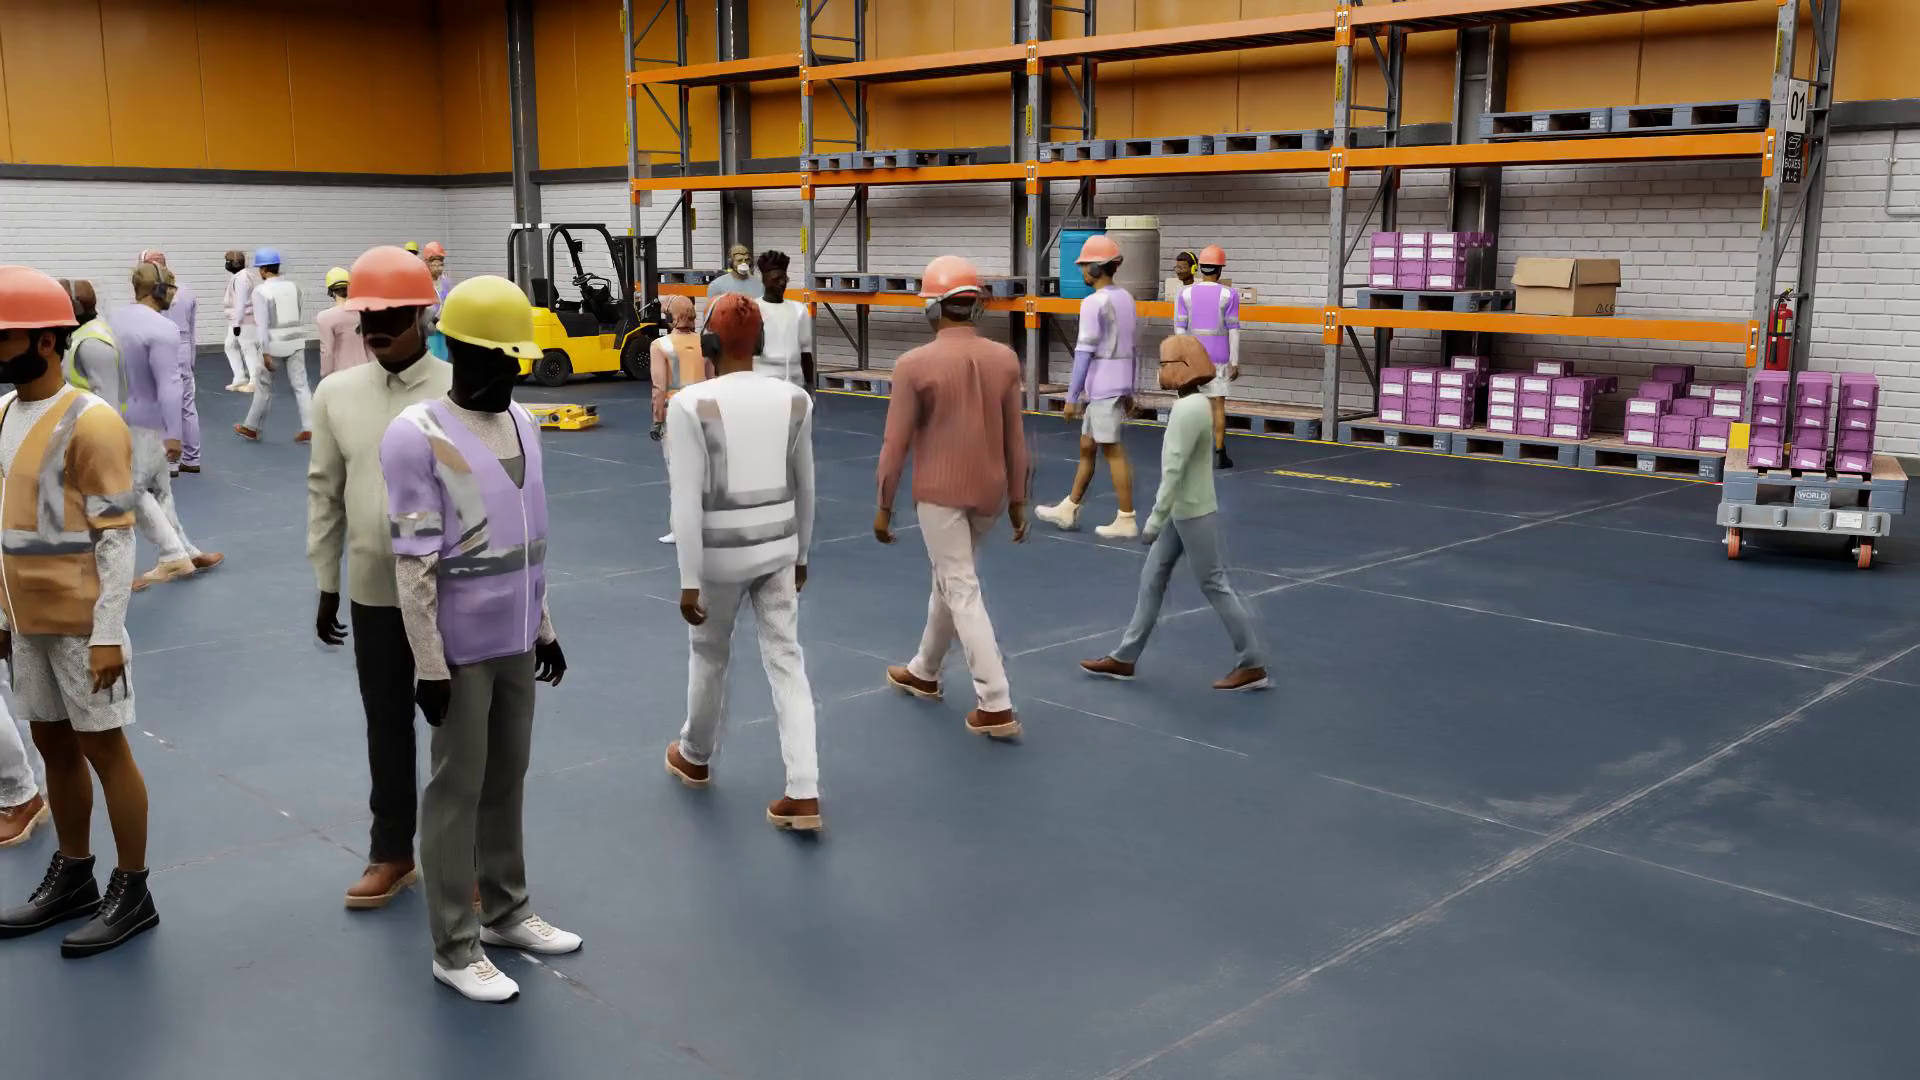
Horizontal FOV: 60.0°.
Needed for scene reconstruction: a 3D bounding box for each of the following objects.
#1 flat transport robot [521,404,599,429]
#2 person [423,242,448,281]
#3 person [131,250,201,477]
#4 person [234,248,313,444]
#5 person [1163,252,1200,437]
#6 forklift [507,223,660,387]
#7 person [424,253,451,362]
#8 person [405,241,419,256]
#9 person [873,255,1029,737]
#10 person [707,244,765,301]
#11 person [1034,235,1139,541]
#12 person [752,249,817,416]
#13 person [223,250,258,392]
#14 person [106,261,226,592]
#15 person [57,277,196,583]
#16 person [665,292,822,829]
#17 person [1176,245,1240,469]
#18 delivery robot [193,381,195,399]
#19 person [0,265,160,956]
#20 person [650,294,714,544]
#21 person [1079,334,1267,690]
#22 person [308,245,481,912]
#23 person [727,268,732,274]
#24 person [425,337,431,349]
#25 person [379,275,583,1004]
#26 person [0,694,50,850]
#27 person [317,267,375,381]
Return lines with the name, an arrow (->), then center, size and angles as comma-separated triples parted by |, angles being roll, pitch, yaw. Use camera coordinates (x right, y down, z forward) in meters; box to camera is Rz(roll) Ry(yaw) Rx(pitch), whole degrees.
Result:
flat transport robot -> -4.598, -1.311, 17.522 | 1.431, 0.197, 0.652 | 1, 10, 5
person -> -6.477, -2.712, 20.613 | 0.361, 1.938, 0.545 | 3, 11, 15
person -> -6.695, -1.475, 13.971 | 0.406, 1.903, 0.638 | 3, 11, 16
person -> -6.665, -1.878, 16.178 | 0.969, 1.894, 0.619 | 6, 12, 29
person -> 2.253, -1.916, 16.506 | 0.320, 1.857, 0.519 | -5, 12, -25
forklift -> -5.316, -3.263, 22.920 | 2.313, 2.155, 1.214 | -10, 14, -44
person -> -6.090, -2.383, 19.145 | 0.487, 1.824, 0.564 | 4, 11, 20
person -> -8.674, -3.775, 26.456 | 0.585, 1.922, 0.372 | -1, 10, -6
person -> -0.033, -0.195, 6.886 | 0.635, 1.944, 1.019 | -8, 13, -36
person -> -2.049, -1.790, 15.582 | 0.635, 1.938, 0.359 | -7, 13, -34
person -> 0.825, -1.008, 11.113 | 0.924, 2.009, 0.636 | 5, 12, 27
person -> -1.343, -1.094, 11.819 | 0.610, 1.934, 0.943 | -8, 13, -37
person -> -9.317, -2.798, 21.385 | 0.604, 1.823, 0.662 | -4, 11, -23
person -> -4.689, -0.650, 9.591 | 0.651, 1.882, 0.860 | 9, 13, 39
person -> -4.904, -0.591, 9.463 | 0.966, 1.795, 0.648 | -6, 12, -28
person -> -0.749, 0.060, 5.805 | 0.597, 1.830, 1.004 | -7, 13, -34
person -> 2.161, -1.584, 14.466 | 0.551, 1.935, 0.375 | 4, 11, 21
delivery robot -> -8.790, -1.674, 18.473 | 0.477, 0.478, 0.707 | -1, 10, -5
person -> -2.554, 0.207, 4.696 | 0.542, 1.939, 0.359 | 6, 12, 28
person -> -1.812, -0.785, 10.919 | 0.315, 1.640, 0.514 | 9, 14, 42
person -> 0.992, -0.115, 7.402 | 0.847, 1.588, 0.515 | 1, 10, 6
person -> -1.629, 0.132, 4.954 | 0.622, 1.992, 0.395 | 1, 10, 5
person -> -2.300, -2.092, 17.838 | 0.638, 1.726, 0.488 | 8, 13, 38
person -> -6.059, -2.213, 18.219 | 0.971, 1.813, 0.543 | 6, 12, 32
person -> -1.266, 0.257, 4.480 | 0.379, 1.918, 0.585 | 4, 11, 19
person -> -3.316, 0.183, 5.160 | 0.578, 1.830, 1.017 | 1, 10, 7
person -> -4.970, -1.317, 13.483 | 0.326, 1.765, 0.529 | 6, 12, 31
